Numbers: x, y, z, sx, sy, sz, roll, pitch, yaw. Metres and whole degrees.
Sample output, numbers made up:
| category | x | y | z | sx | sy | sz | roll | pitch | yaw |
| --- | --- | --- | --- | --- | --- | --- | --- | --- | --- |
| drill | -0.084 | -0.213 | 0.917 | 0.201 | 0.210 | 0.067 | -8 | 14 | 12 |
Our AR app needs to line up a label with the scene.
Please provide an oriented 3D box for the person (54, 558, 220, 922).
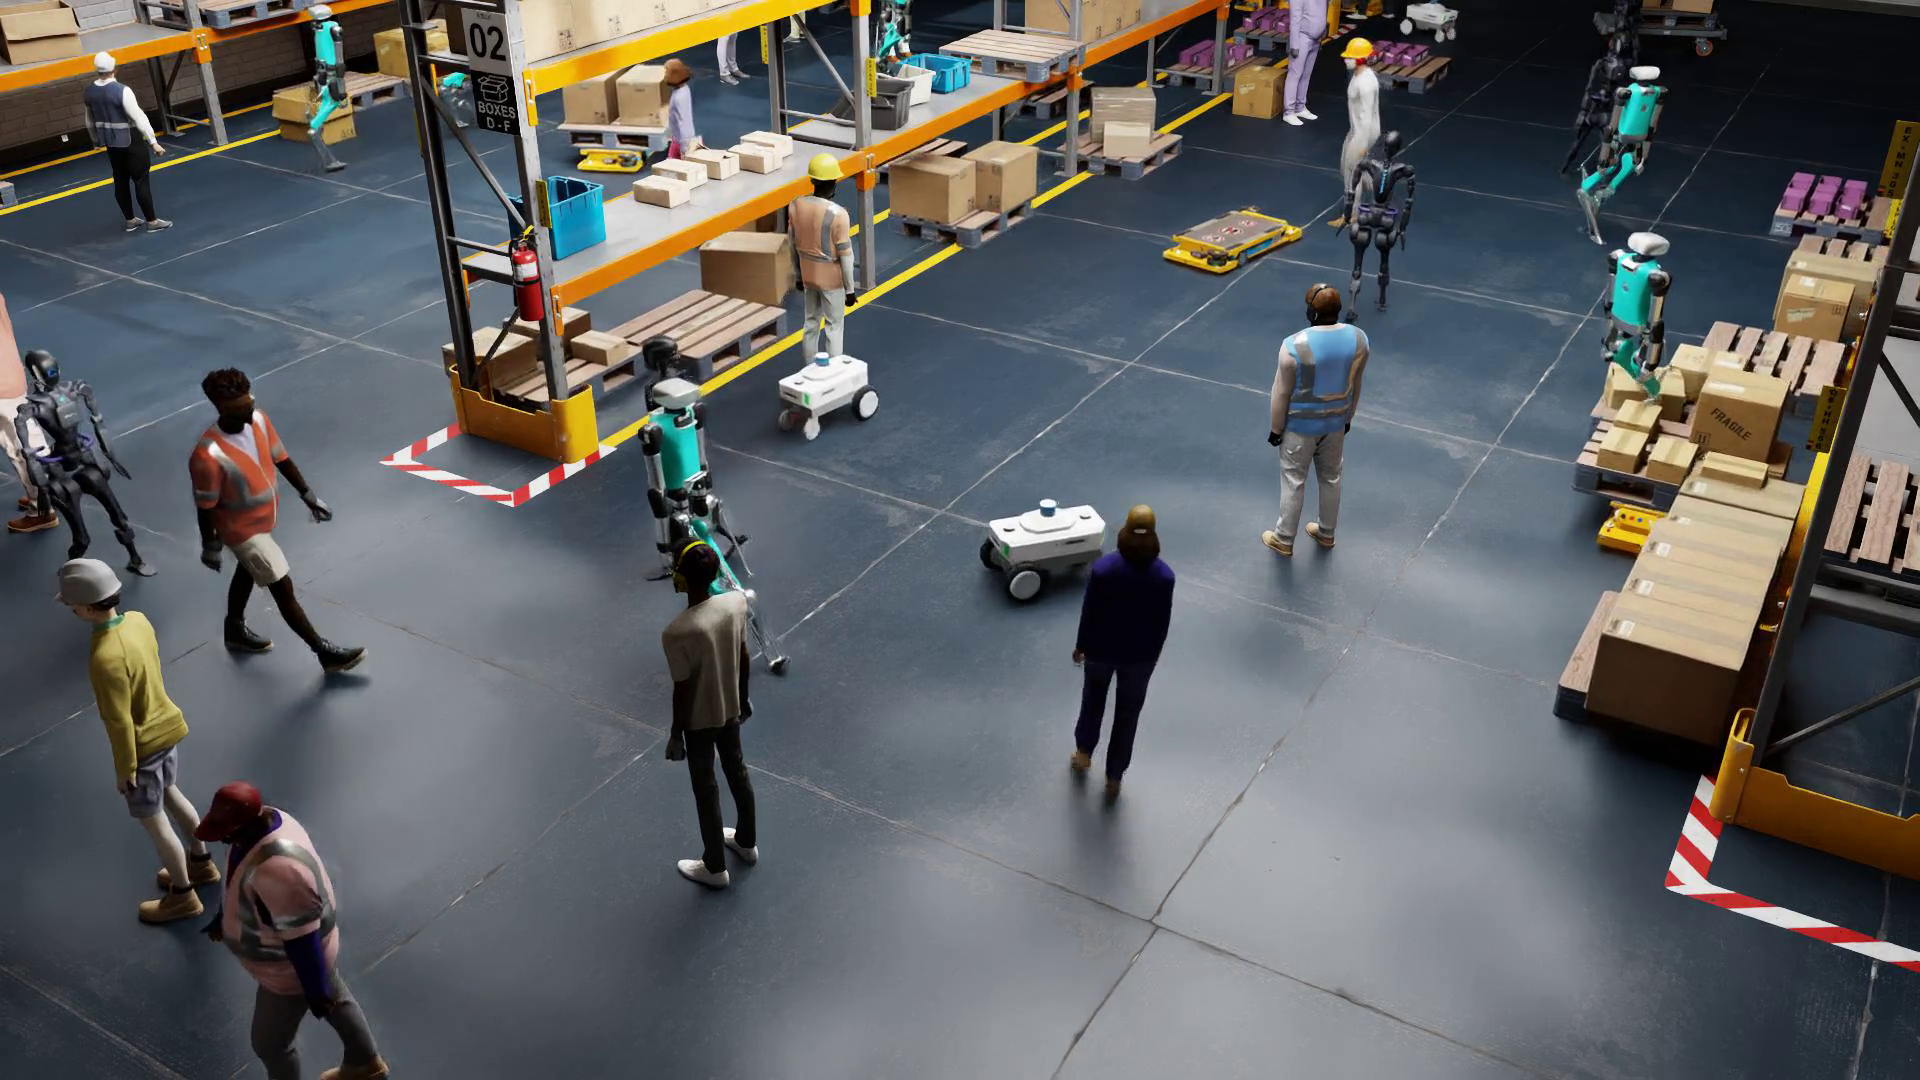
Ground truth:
| category | x | y | z | sx | sy | sz | roll | pitch | yaw |
| --- | --- | --- | --- | --- | --- | --- | --- | --- | --- |
| person | -3.775 | 0.916 | 7.691 | 0.411 | 1.879 | 0.487 | -3 | 30 | -5 |

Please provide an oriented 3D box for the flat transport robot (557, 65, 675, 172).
| category | x | y | z | sx | sy | sz | roll | pitch | yaw |
| --- | --- | --- | --- | --- | --- | --- | --- | --- | --- |
| flat transport robot | -3.779 | -4.458 | 18.828 | 0.659 | 0.231 | 1.431 | 4 | 30 | 7 |

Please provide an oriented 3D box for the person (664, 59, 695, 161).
| category | x | y | z | sx | sy | sz | roll | pitch | yaw |
| --- | --- | --- | --- | --- | --- | --- | --- | --- | --- |
| person | -2.774 | -4.037 | 16.728 | 0.753 | 1.602 | 0.503 | 0 | 29 | 0 |

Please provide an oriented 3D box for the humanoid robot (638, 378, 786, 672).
| category | x | y | z | sx | sy | sz | roll | pitch | yaw |
| --- | --- | --- | --- | --- | --- | --- | --- | --- | --- |
| humanoid robot | -1.356 | 0.018 | 9.506 | 0.817 | 1.882 | 0.567 | 14 | 32 | 22 |

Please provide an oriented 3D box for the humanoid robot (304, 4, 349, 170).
| category | x | y | z | sx | sy | sz | roll | pitch | yaw |
| --- | --- | --- | --- | --- | --- | --- | --- | --- | --- |
| humanoid robot | -6.952 | -4.775 | 18.005 | 0.540 | 1.889 | 0.727 | 25 | 38 | 36 |

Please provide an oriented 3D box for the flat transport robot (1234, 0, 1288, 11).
| category | x | y | z | sx | sy | sz | roll | pitch | yaw |
| --- | --- | --- | --- | --- | --- | --- | --- | --- | --- |
| flat transport robot | 4.986 | -8.170 | 25.393 | 1.431 | 0.231 | 0.659 | 16 | 33 | 27 |

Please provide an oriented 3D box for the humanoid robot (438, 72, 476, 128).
| category | x | y | z | sx | sy | sz | roll | pitch | yaw |
| --- | --- | --- | --- | --- | --- | --- | --- | --- | --- |
| humanoid robot | -5.840 | -5.557 | 19.299 | 0.542 | 1.712 | 0.965 | 22 | 36 | 34 |

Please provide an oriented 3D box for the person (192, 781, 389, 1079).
| category | x | y | z | sx | sy | sz | roll | pitch | yaw |
| --- | --- | --- | --- | --- | --- | --- | --- | --- | --- |
| person | -2.702 | 1.640 | 6.545 | 0.692 | 1.722 | 0.654 | -12 | 32 | -21 |

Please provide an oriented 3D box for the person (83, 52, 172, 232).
| category | x | y | z | sx | sy | sz | roll | pitch | yaw |
| --- | --- | --- | --- | --- | --- | --- | --- | --- | --- |
| person | -8.200 | -3.889 | 16.304 | 0.769 | 1.758 | 0.419 | 7 | 30 | 11 |

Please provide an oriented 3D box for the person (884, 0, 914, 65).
| category | x | y | z | sx | sy | sz | roll | pitch | yaw |
| --- | --- | --- | --- | --- | --- | --- | --- | --- | --- |
| person | -0.806 | -7.414 | 22.367 | 0.627 | 1.936 | 0.376 | -25 | 38 | -37 |

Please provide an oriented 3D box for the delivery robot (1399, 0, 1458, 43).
| category | x | y | z | sx | sy | sz | roll | pitch | yaw |
| --- | --- | --- | --- | --- | --- | --- | --- | --- | --- |
| delivery robot | 6.751 | -7.484 | 23.900 | 0.499 | 0.603 | 0.795 | -22 | 36 | -34 |

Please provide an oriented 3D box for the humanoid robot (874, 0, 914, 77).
| category | x | y | z | sx | sy | sz | roll | pitch | yaw |
| --- | --- | --- | --- | --- | --- | --- | --- | --- | --- |
| humanoid robot | -0.904 | -6.358 | 20.696 | 0.548 | 1.767 | 0.889 | 26 | 39 | 38 |

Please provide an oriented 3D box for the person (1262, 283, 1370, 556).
| category | x | y | z | sx | sy | sz | roll | pitch | yaw |
| --- | --- | --- | --- | --- | --- | --- | --- | --- | --- |
| person | 2.268 | -0.768 | 10.717 | 0.622 | 1.835 | 0.431 | -10 | 31 | -17 |

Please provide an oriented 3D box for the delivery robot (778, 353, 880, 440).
| category | x | y | z | sx | sy | sz | roll | pitch | yaw |
| --- | --- | --- | --- | --- | --- | --- | --- | --- | --- |
| delivery robot | -1.013 | -1.135 | 12.678 | 0.499 | 0.613 | 0.796 | 23 | 37 | 35 |

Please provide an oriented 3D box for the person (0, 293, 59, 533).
| category | x | y | z | sx | sy | sz | roll | pitch | yaw |
| --- | --- | --- | --- | --- | --- | --- | --- | --- | --- |
| person | -6.360 | -0.998 | 10.967 | 0.405 | 1.980 | 0.619 | -6 | 30 | -11 |

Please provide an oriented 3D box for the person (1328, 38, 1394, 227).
| category | x | y | z | sx | sy | sz | roll | pitch | yaw |
| --- | --- | --- | --- | --- | --- | --- | --- | --- | --- |
| person | 3.987 | -4.005 | 16.399 | 0.609 | 1.872 | 0.581 | 1 | 30 | 2 |

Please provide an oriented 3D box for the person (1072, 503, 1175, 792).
| category | x | y | z | sx | sy | sz | roll | pitch | yaw |
| --- | --- | --- | --- | --- | --- | --- | --- | --- | --- |
| person | 0.837 | 0.555 | 8.605 | 0.494 | 1.592 | 0.476 | 4 | 30 | 8 |

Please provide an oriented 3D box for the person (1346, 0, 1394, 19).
| category | x | y | z | sx | sy | sz | roll | pitch | yaw |
| --- | --- | --- | --- | --- | --- | --- | --- | --- | --- |
| person | 6.219 | -8.642 | 24.671 | 0.677 | 1.812 | 0.529 | 16 | 33 | 26 |

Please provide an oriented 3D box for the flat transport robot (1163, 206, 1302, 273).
| category | x | y | z | sx | sy | sz | roll | pitch | yaw |
| --- | --- | --- | --- | --- | --- | --- | --- | --- | --- |
| flat transport robot | 2.650 | -2.907 | 16.084 | 0.659 | 0.231 | 1.431 | 24 | 37 | 36 |

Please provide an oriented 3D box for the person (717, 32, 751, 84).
| category | x | y | z | sx | sy | sz | roll | pitch | yaw |
| --- | --- | --- | --- | --- | --- | --- | --- | --- | --- |
| person | -3.013 | -6.907 | 21.453 | 0.419 | 1.952 | 0.490 | 11 | 31 | 18 |

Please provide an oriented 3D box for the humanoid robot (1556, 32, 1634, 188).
| category | x | y | z | sx | sy | sz | roll | pitch | yaw |
| --- | --- | --- | --- | --- | --- | --- | --- | --- | --- |
| humanoid robot | 6.778 | -4.557 | 17.621 | 0.601 | 1.623 | 0.760 | -11 | 31 | -19 |

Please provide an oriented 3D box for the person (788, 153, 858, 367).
| category | x | y | z | sx | sy | sz | roll | pitch | yaw |
| --- | --- | --- | --- | --- | --- | --- | --- | --- | --- |
| person | -1.040 | -2.034 | 12.856 | 0.592 | 1.924 | 0.377 | 20 | 35 | 31 |

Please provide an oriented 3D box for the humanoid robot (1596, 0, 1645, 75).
| category | x | y | z | sx | sy | sz | roll | pitch | yaw |
| --- | --- | --- | --- | --- | --- | --- | --- | --- | --- |
| humanoid robot | 8.732 | -6.824 | 21.600 | 0.650 | 1.629 | 0.616 | 23 | 37 | 34 |

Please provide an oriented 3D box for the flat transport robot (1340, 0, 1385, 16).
| category | x | y | z | sx | sy | sz | roll | pitch | yaw |
| --- | --- | --- | --- | --- | --- | --- | --- | --- | --- |
| flat transport robot | 5.861 | -8.300 | 25.623 | 1.431 | 0.231 | 0.659 | 23 | 37 | 34 |

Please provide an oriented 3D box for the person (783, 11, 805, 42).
| category | x | y | z | sx | sy | sz | roll | pitch | yaw |
| --- | --- | --- | --- | --- | --- | --- | --- | --- | --- |
| person | -2.379 | -7.950 | 23.491 | 0.320 | 1.755 | 0.566 | 8 | 30 | 14 |

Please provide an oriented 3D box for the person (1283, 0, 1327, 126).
| category | x | y | z | sx | sy | sz | roll | pitch | yaw |
| --- | --- | --- | --- | --- | --- | --- | --- | --- | --- |
| person | 4.126 | -5.923 | 19.755 | 0.409 | 1.910 | 0.638 | 22 | 36 | 34 |

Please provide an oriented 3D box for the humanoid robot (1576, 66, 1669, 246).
| category | x | y | z | sx | sy | sz | roll | pitch | yaw |
| --- | --- | --- | --- | --- | --- | --- | --- | --- | --- |
| humanoid robot | 6.284 | -3.686 | 16.081 | 0.545 | 1.891 | 0.783 | -7 | 30 | -12 |

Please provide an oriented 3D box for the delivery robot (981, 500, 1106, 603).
| category | x | y | z | sx | sy | sz | roll | pitch | yaw |
| --- | --- | --- | --- | --- | --- | --- | --- | --- | --- |
| delivery robot | 0.546 | 0.016 | 10.591 | 0.745 | 0.565 | 0.499 | -9 | 31 | -16 |

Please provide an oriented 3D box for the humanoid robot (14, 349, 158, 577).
| category | x | y | z | sx | sy | sz | roll | pitch | yaw |
| --- | --- | --- | --- | --- | --- | --- | --- | --- | --- |
| humanoid robot | -5.511 | -0.448 | 10.319 | 0.405 | 1.633 | 0.608 | 15 | 33 | 25 |

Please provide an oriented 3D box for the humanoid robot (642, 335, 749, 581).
| category | x | y | z | sx | sy | sz | roll | pitch | yaw |
| --- | --- | --- | --- | --- | --- | --- | --- | --- | --- |
| humanoid robot | -1.717 | -0.525 | 10.471 | 0.693 | 1.635 | 0.587 | -7 | 30 | -12 |

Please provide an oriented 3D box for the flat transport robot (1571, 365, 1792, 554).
| category | x | y | z | sx | sy | sz | roll | pitch | yaw |
| --- | --- | --- | --- | --- | --- | --- | --- | --- | --- |
| flat transport robot | 4.875 | -0.261 | 11.403 | 0.659 | 0.231 | 1.431 | 16 | 33 | 27 |

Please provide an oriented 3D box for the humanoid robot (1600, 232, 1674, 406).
| category | x | y | z | sx | sy | sz | roll | pitch | yaw |
| --- | --- | --- | --- | --- | --- | --- | --- | --- | --- |
| humanoid robot | 4.918 | -1.353 | 11.883 | 0.789 | 1.807 | 0.555 | -12 | 32 | -20 |

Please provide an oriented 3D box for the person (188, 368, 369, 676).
| category | x | y | z | sx | sy | sz | roll | pitch | yaw |
| --- | --- | --- | --- | --- | --- | --- | --- | --- | --- |
| person | -3.983 | -0.111 | 9.475 | 1.031 | 1.903 | 0.614 | 4 | 30 | 7 |

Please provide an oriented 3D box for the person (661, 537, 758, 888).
| category | x | y | z | sx | sy | sz | roll | pitch | yaw |
| --- | --- | --- | --- | --- | --- | --- | --- | --- | --- |
| person | -1.193 | 0.819 | 7.868 | 0.322 | 1.871 | 0.527 | 21 | 36 | 33 |

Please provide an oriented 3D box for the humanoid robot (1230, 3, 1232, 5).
| category | x | y | z | sx | sy | sz | roll | pitch | yaw |
| --- | --- | --- | --- | --- | --- | --- | --- | --- | --- |
| humanoid robot | 4.081 | -9.064 | 25.535 | 0.610 | 1.649 | 0.315 | 26 | 38 | 37 |

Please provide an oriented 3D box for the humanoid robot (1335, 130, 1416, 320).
| category | x | y | z | sx | sy | sz | roll | pitch | yaw |
| --- | --- | --- | --- | --- | --- | --- | --- | --- | --- |
| humanoid robot | 3.574 | -2.739 | 14.385 | 0.614 | 1.644 | 0.608 | 8 | 30 | 14 |
